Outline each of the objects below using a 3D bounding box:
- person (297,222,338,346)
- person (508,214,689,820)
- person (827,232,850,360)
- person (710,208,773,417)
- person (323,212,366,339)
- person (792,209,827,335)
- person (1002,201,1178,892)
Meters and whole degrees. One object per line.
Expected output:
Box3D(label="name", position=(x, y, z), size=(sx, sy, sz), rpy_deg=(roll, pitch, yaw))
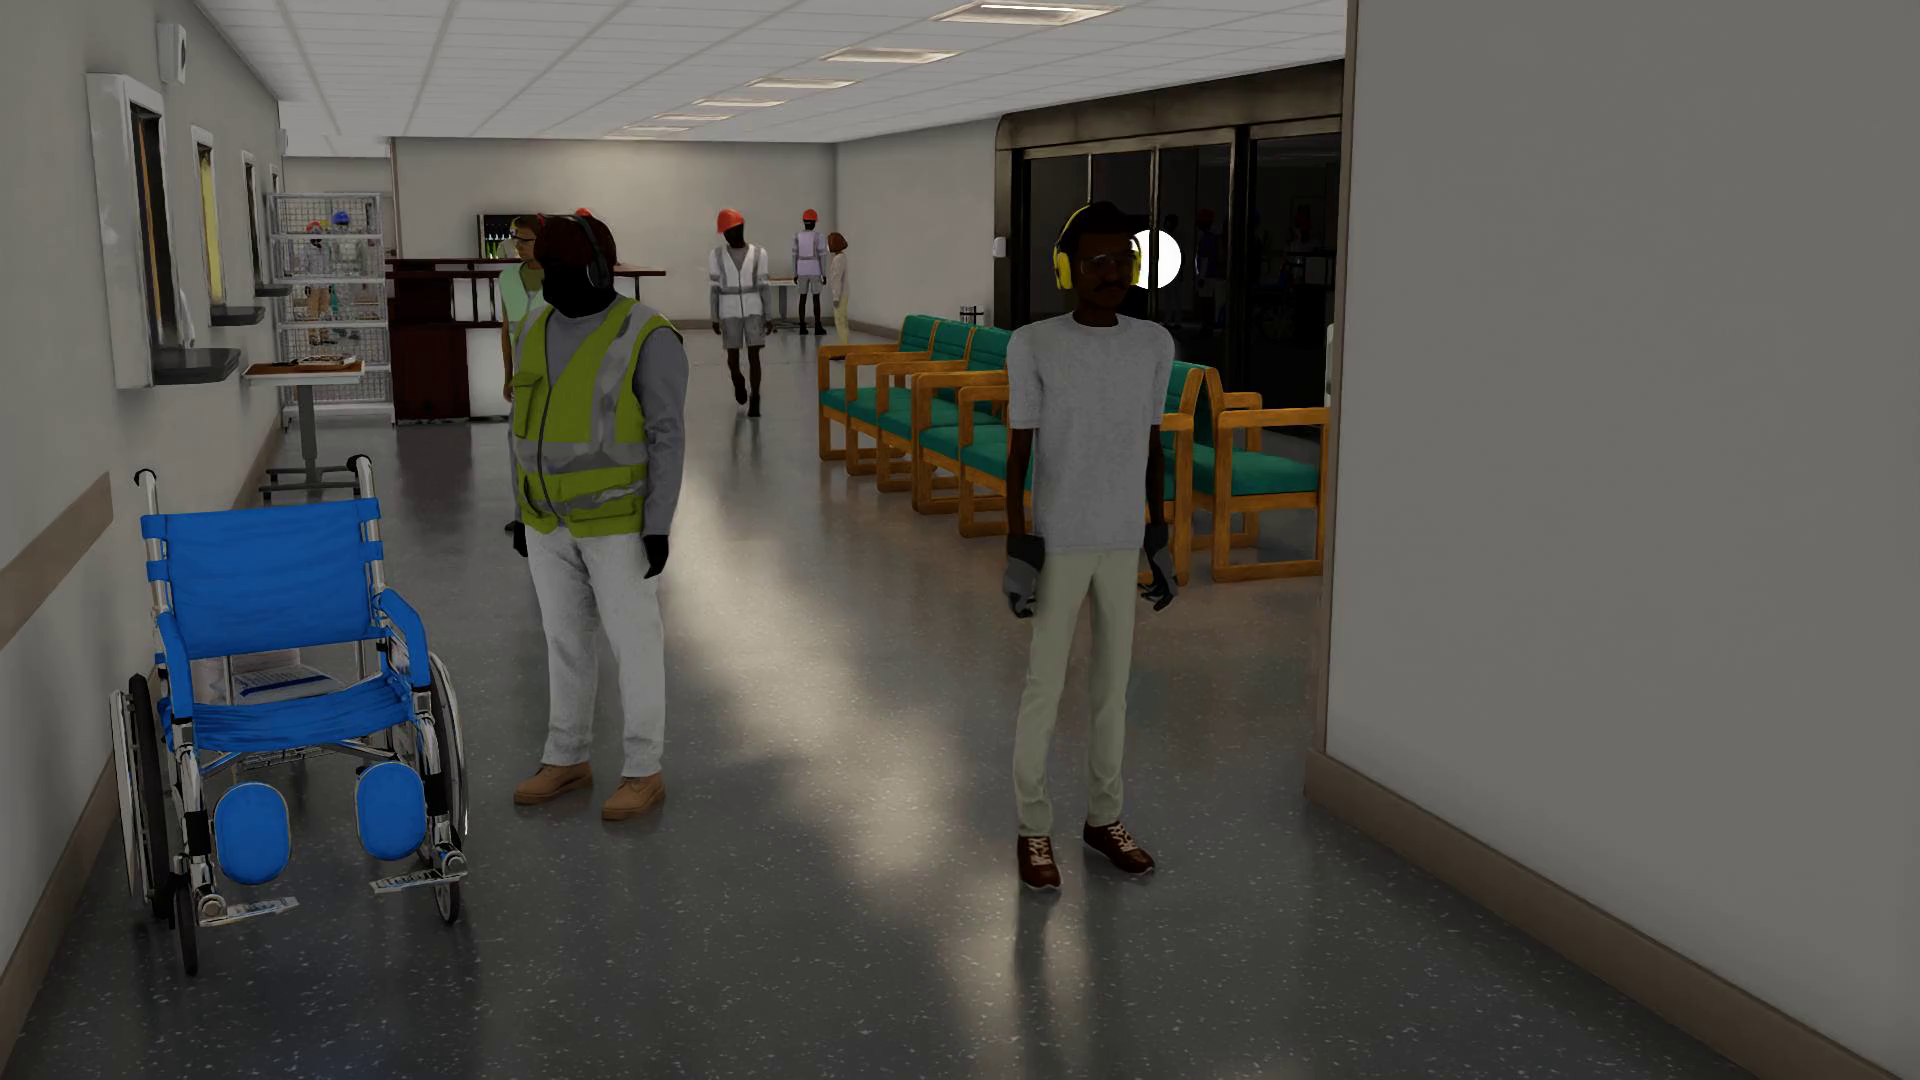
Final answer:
Box3D(label="person", position=(-9.161, -3.657, 23.748), size=(0.330, 1.751, 0.564), rpy_deg=(4, 12, 19))
Box3D(label="person", position=(-1.137, -0.062, 5.096), size=(0.619, 1.838, 0.430), rpy_deg=(5, 12, 26))
Box3D(label="person", position=(-1.549, -3.100, 21.235), size=(0.285, 1.628, 0.504), rpy_deg=(0, 11, 2))
Box3D(label="person", position=(-2.023, -2.106, 15.413), size=(0.570, 1.905, 0.678), rpy_deg=(-1, 11, -6))
Box3D(label="person", position=(-9.277, -3.963, 24.965), size=(1.041, 1.888, 0.609), rpy_deg=(10, 15, 42))
Box3D(label="person", position=(-2.326, -4.155, 25.829), size=(0.552, 1.935, 0.370), rpy_deg=(3, 11, 14))
Box3D(label="person", position=(0.364, 0.023, 4.563), size=(0.516, 1.871, 0.325), rpy_deg=(-4, 12, -21))
